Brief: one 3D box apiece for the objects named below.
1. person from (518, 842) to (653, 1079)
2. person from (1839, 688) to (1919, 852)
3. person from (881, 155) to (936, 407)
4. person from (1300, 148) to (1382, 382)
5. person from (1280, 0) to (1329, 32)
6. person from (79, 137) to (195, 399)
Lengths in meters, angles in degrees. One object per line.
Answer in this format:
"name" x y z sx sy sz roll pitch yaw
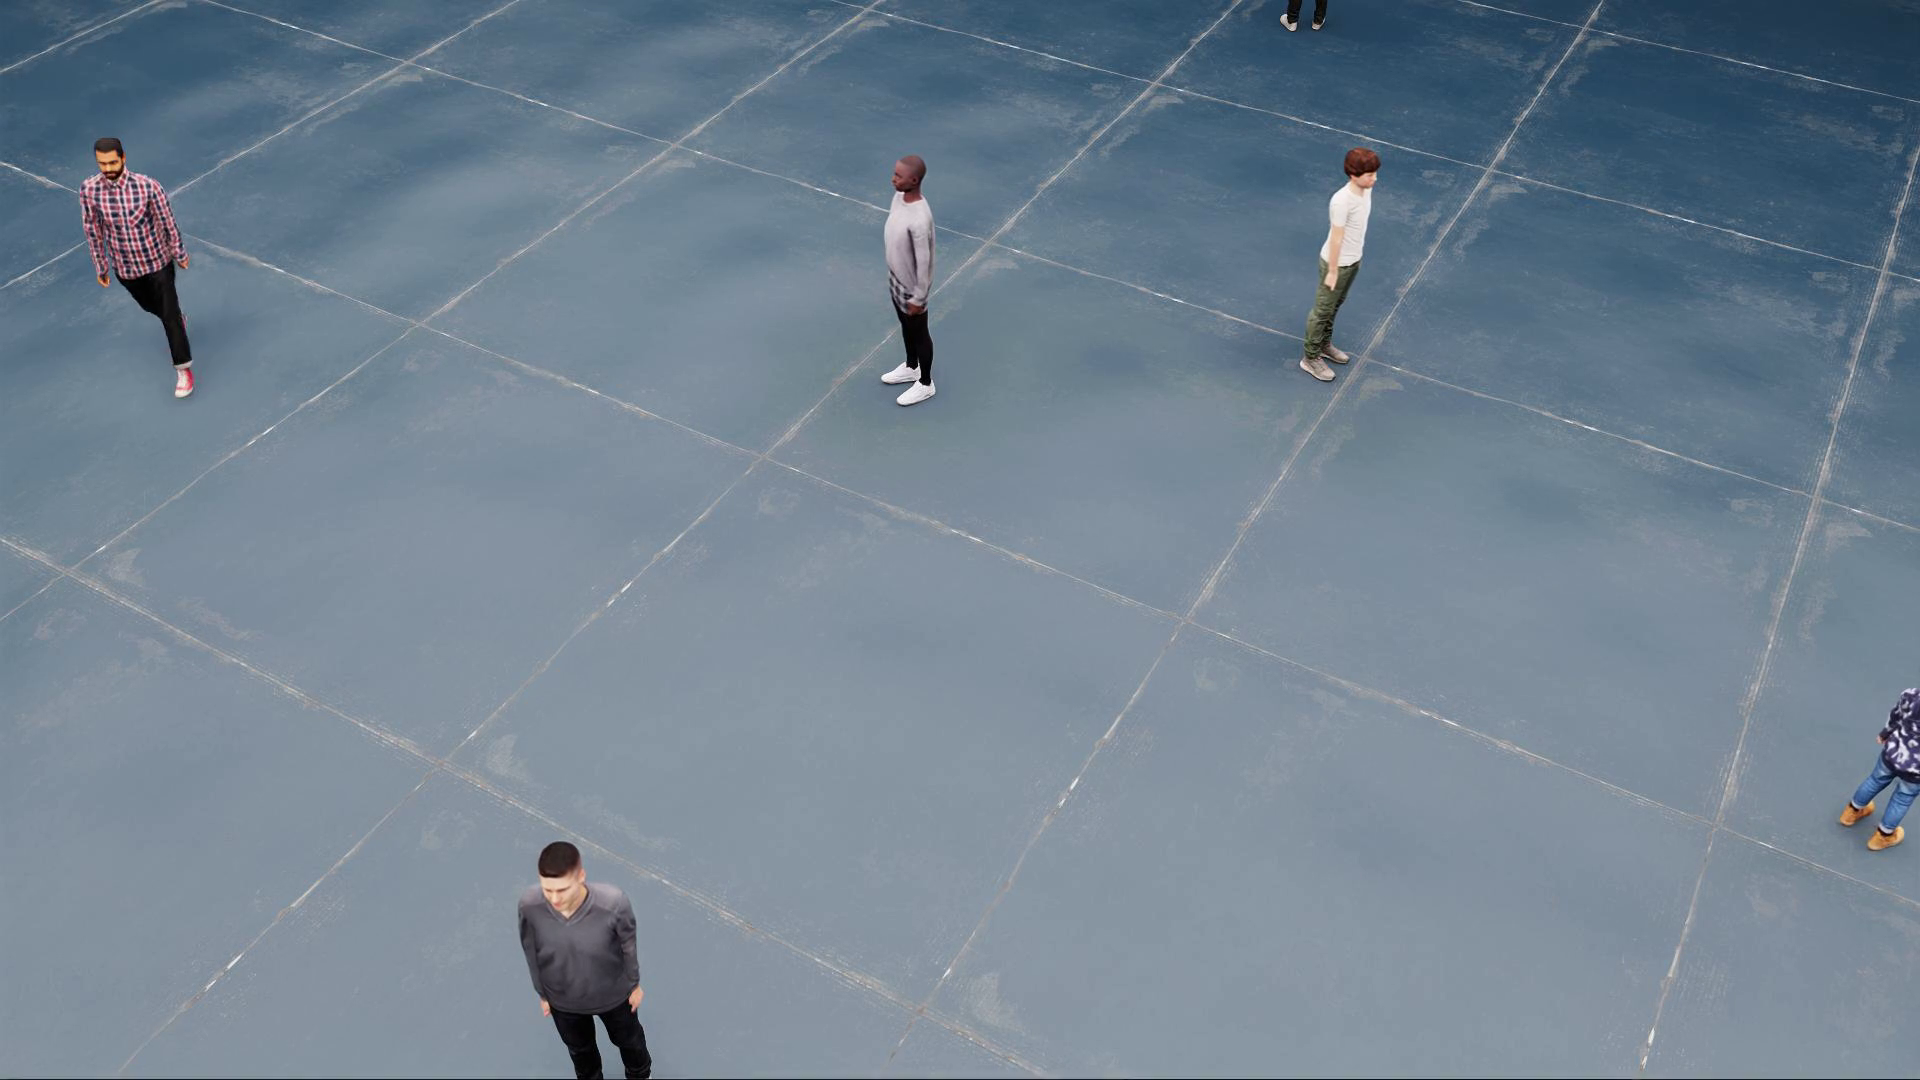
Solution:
"person" -1.534 1.840 6.890 0.702 1.761 0.728 -4 42 -4
"person" 4.677 1.034 8.160 0.612 1.247 0.573 -18 45 -19
"person" -0.309 -1.692 10.771 0.731 1.772 0.702 -16 45 -17
"person" 2.527 -1.854 11.038 0.650 1.654 0.511 28 49 27
"person" 3.192 -5.448 14.918 0.725 1.757 0.733 -1 42 -1
"person" -5.409 -1.897 11.019 1.107 1.743 1.245 -4 42 -4
